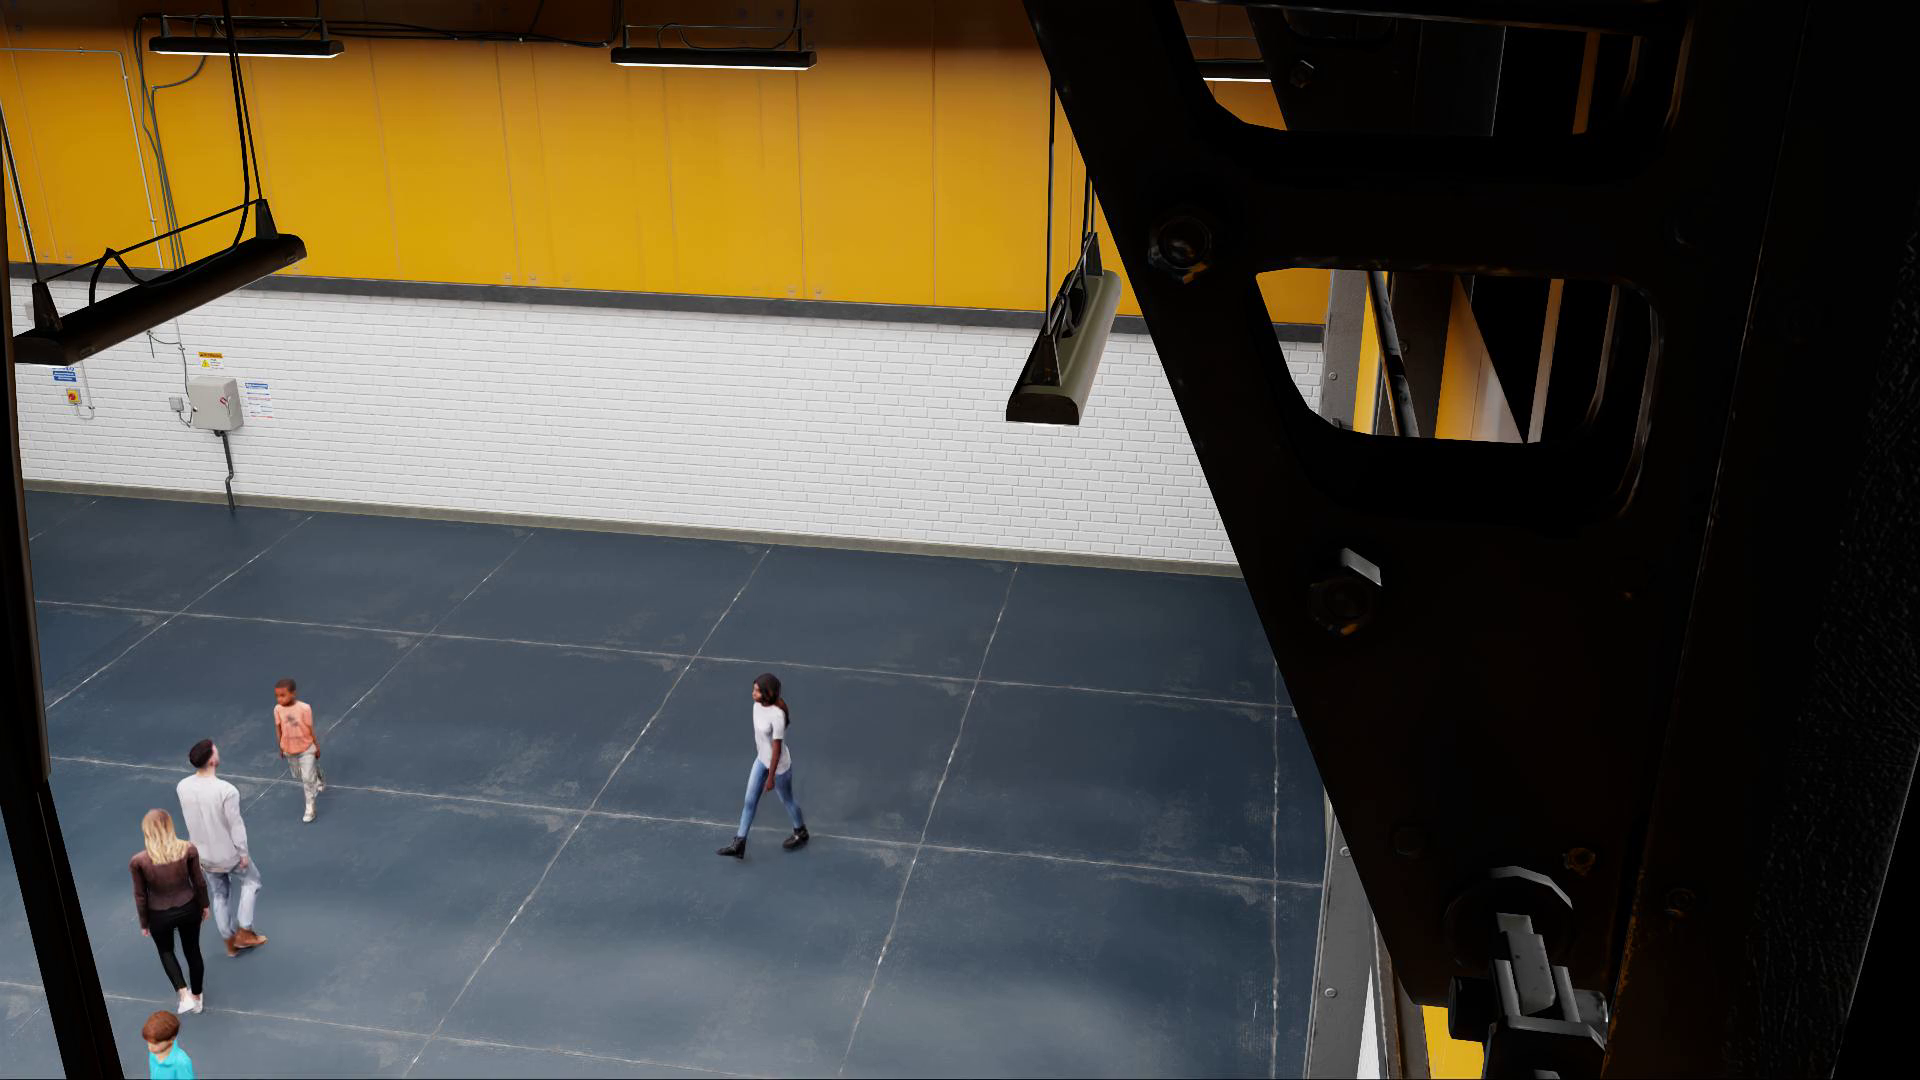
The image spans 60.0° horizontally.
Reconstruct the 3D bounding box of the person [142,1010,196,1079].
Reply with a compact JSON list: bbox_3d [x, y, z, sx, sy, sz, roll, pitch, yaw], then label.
[{"bbox_3d":[-4.818,3.517,10.394,0.680,1.428,0.884,12,26,25],"label":"person"}]

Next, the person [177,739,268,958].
[{"bbox_3d":[-5.624,2.368,12.521,0.688,1.830,0.575,4,24,10],"label":"person"}]

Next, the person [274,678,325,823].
[{"bbox_3d":[-5.763,1.771,14.559,0.582,1.293,0.853,-1,24,-1],"label":"person"}]

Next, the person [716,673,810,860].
[{"bbox_3d":[-1.482,1.869,13.842,1.128,1.687,1.053,-16,28,-33],"label":"person"}]

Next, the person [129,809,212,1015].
[{"bbox_3d":[-5.607,2.715,11.893,0.788,1.697,0.844,-14,27,-29],"label":"person"}]
